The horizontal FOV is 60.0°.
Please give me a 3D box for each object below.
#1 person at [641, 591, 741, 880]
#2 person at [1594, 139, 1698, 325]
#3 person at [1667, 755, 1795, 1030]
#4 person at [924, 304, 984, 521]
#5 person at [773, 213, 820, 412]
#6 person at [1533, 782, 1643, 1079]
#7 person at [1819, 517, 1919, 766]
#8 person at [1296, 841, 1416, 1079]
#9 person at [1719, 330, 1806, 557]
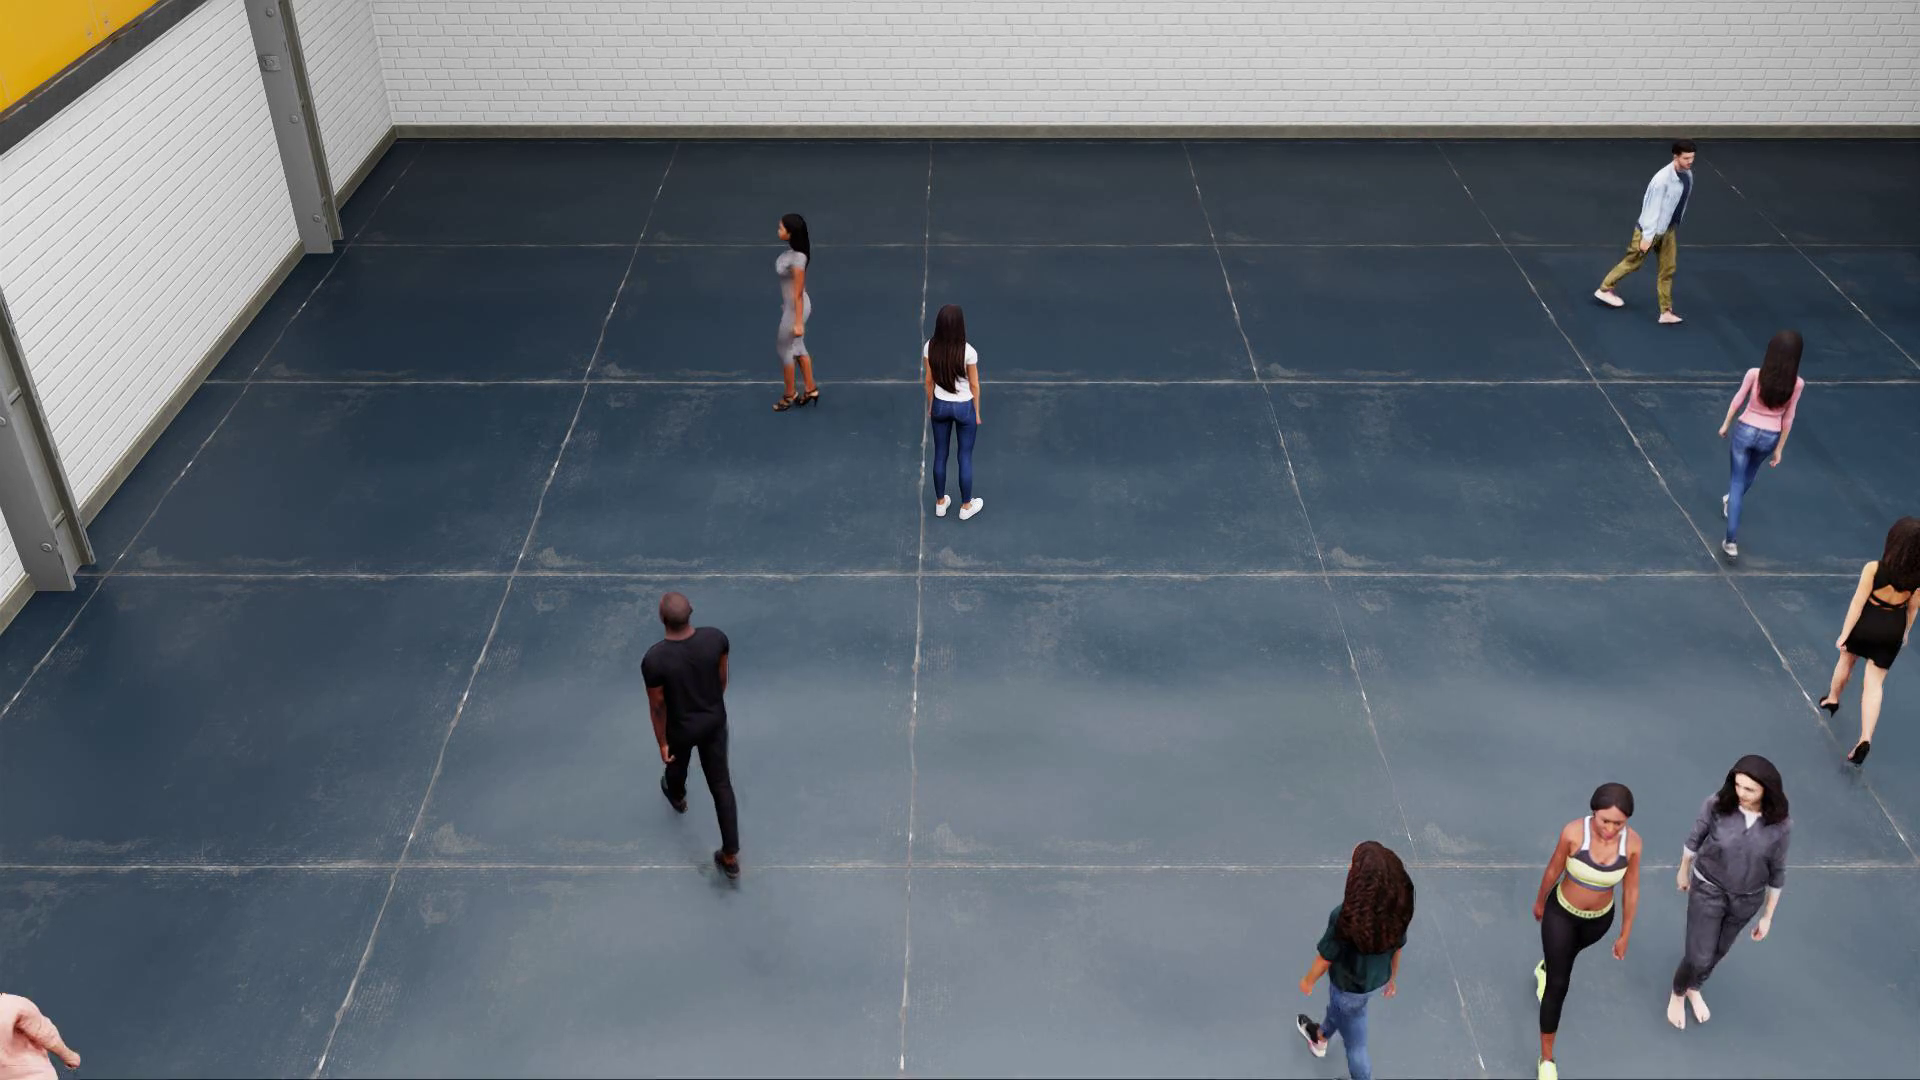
[{"bbox_3d":[-1.450,1.116,9.376,1.029,1.771,1.311,-15,36,-21],"label":"person"},{"bbox_3d":[6.379,-2.890,15.422,1.140,1.750,1.311,-23,40,-30],"label":"person"},{"bbox_3d":[3.858,1.728,8.478,0.630,1.747,0.665,6,34,9],"label":"person"},{"bbox_3d":[-0.051,-0.958,12.493,0.656,1.775,0.639,13,36,18],"label":"person"},{"bbox_3d":[-1.308,-1.873,13.875,0.727,1.769,0.593,-2,34,-3],"label":"person"},{"bbox_3d":[3.103,1.837,8.351,0.735,1.704,1.169,7,34,10],"label":"person"},{"bbox_3d":[5.649,0.643,10.223,0.732,1.623,1.087,7,34,11],"label":"person"},{"bbox_3d":[1.957,2.160,7.967,0.852,1.592,0.979,-20,38,-27],"label":"person"},{"bbox_3d":[5.800,-0.687,12.156,0.840,1.697,1.202,11,35,16],"label":"person"}]
